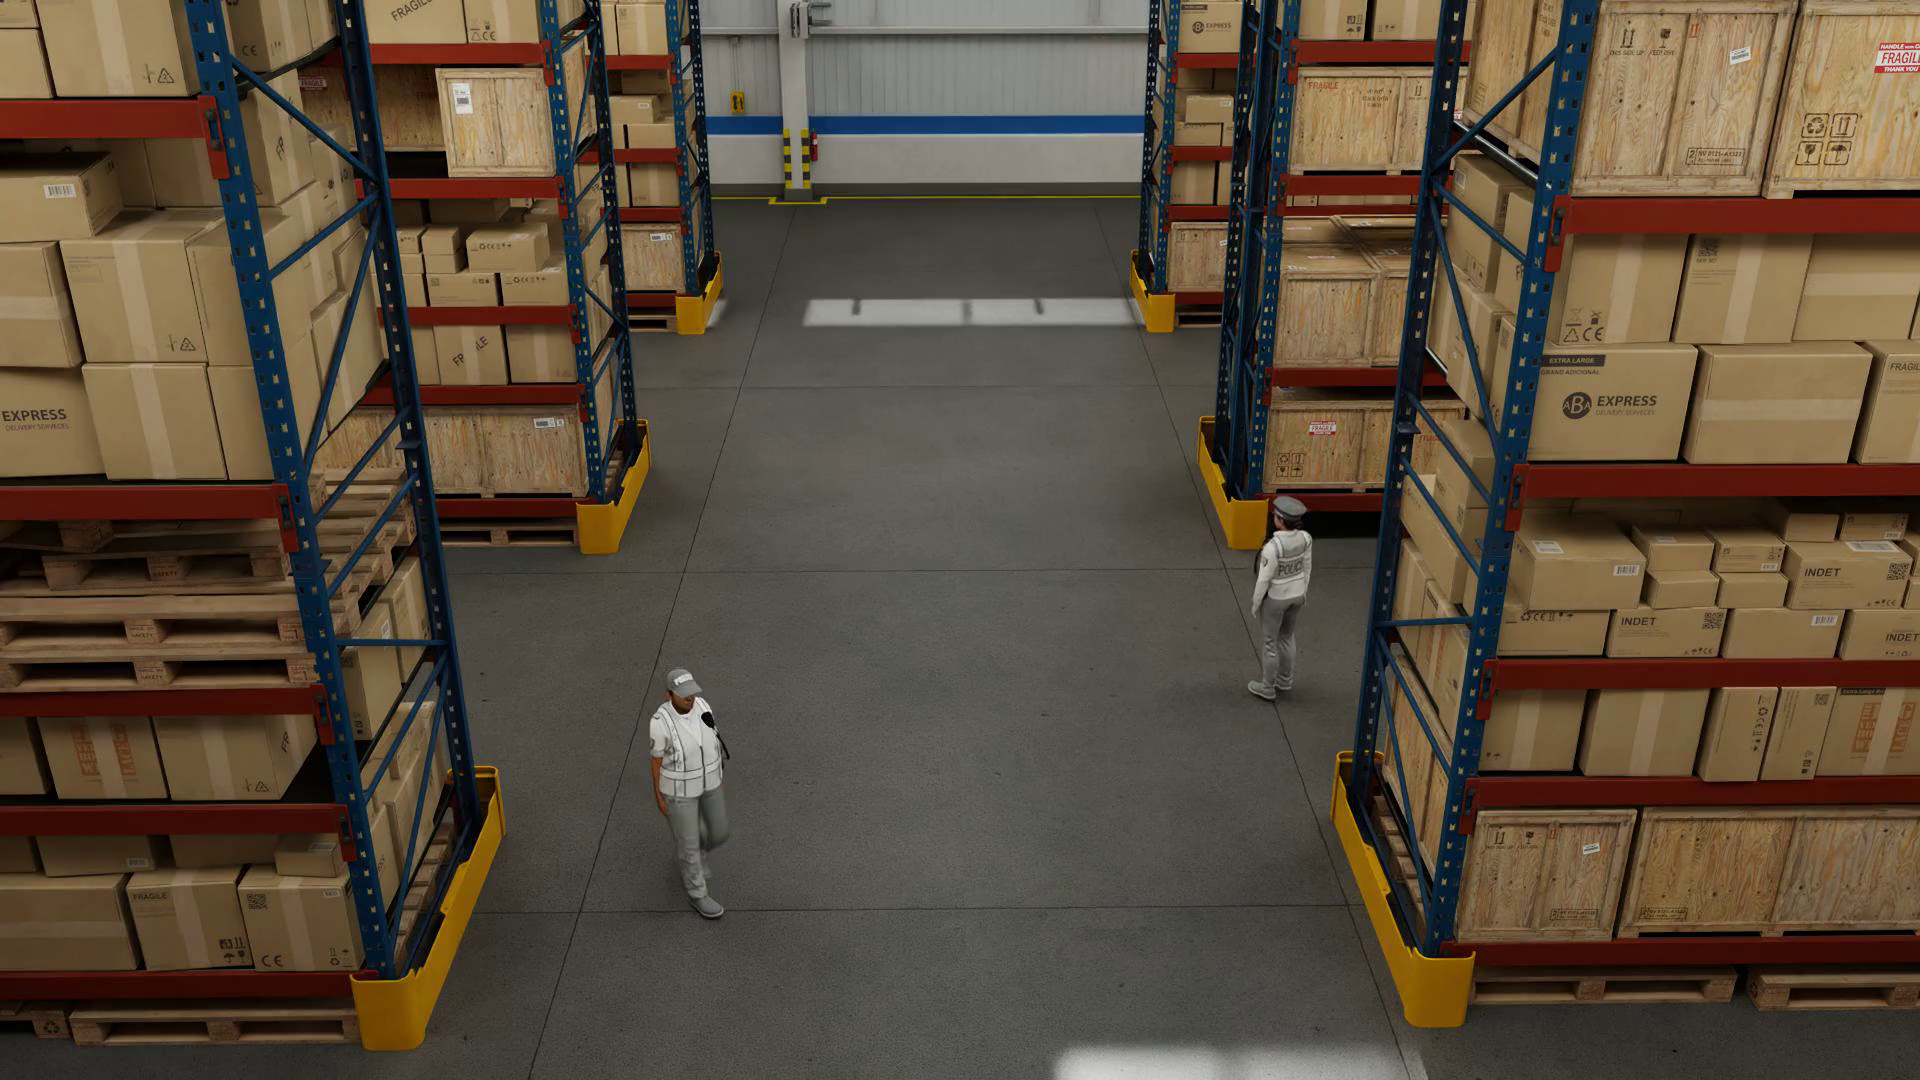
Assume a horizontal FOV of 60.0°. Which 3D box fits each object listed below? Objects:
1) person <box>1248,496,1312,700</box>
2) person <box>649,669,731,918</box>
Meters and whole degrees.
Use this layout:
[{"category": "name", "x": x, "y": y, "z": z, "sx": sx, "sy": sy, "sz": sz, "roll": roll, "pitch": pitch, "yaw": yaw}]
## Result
[{"category": "person", "x": 2.488, "y": 0.453, "z": 12.996, "sx": 0.513, "sy": 1.698, "sz": 0.353, "roll": -14, "pitch": 28, "yaw": -27}, {"category": "person", "x": -1.715, "y": 1.586, "z": 10.615, "sx": 0.474, "sy": 1.681, "sz": 0.628, "roll": -21, "pitch": 32, "yaw": -37}]
